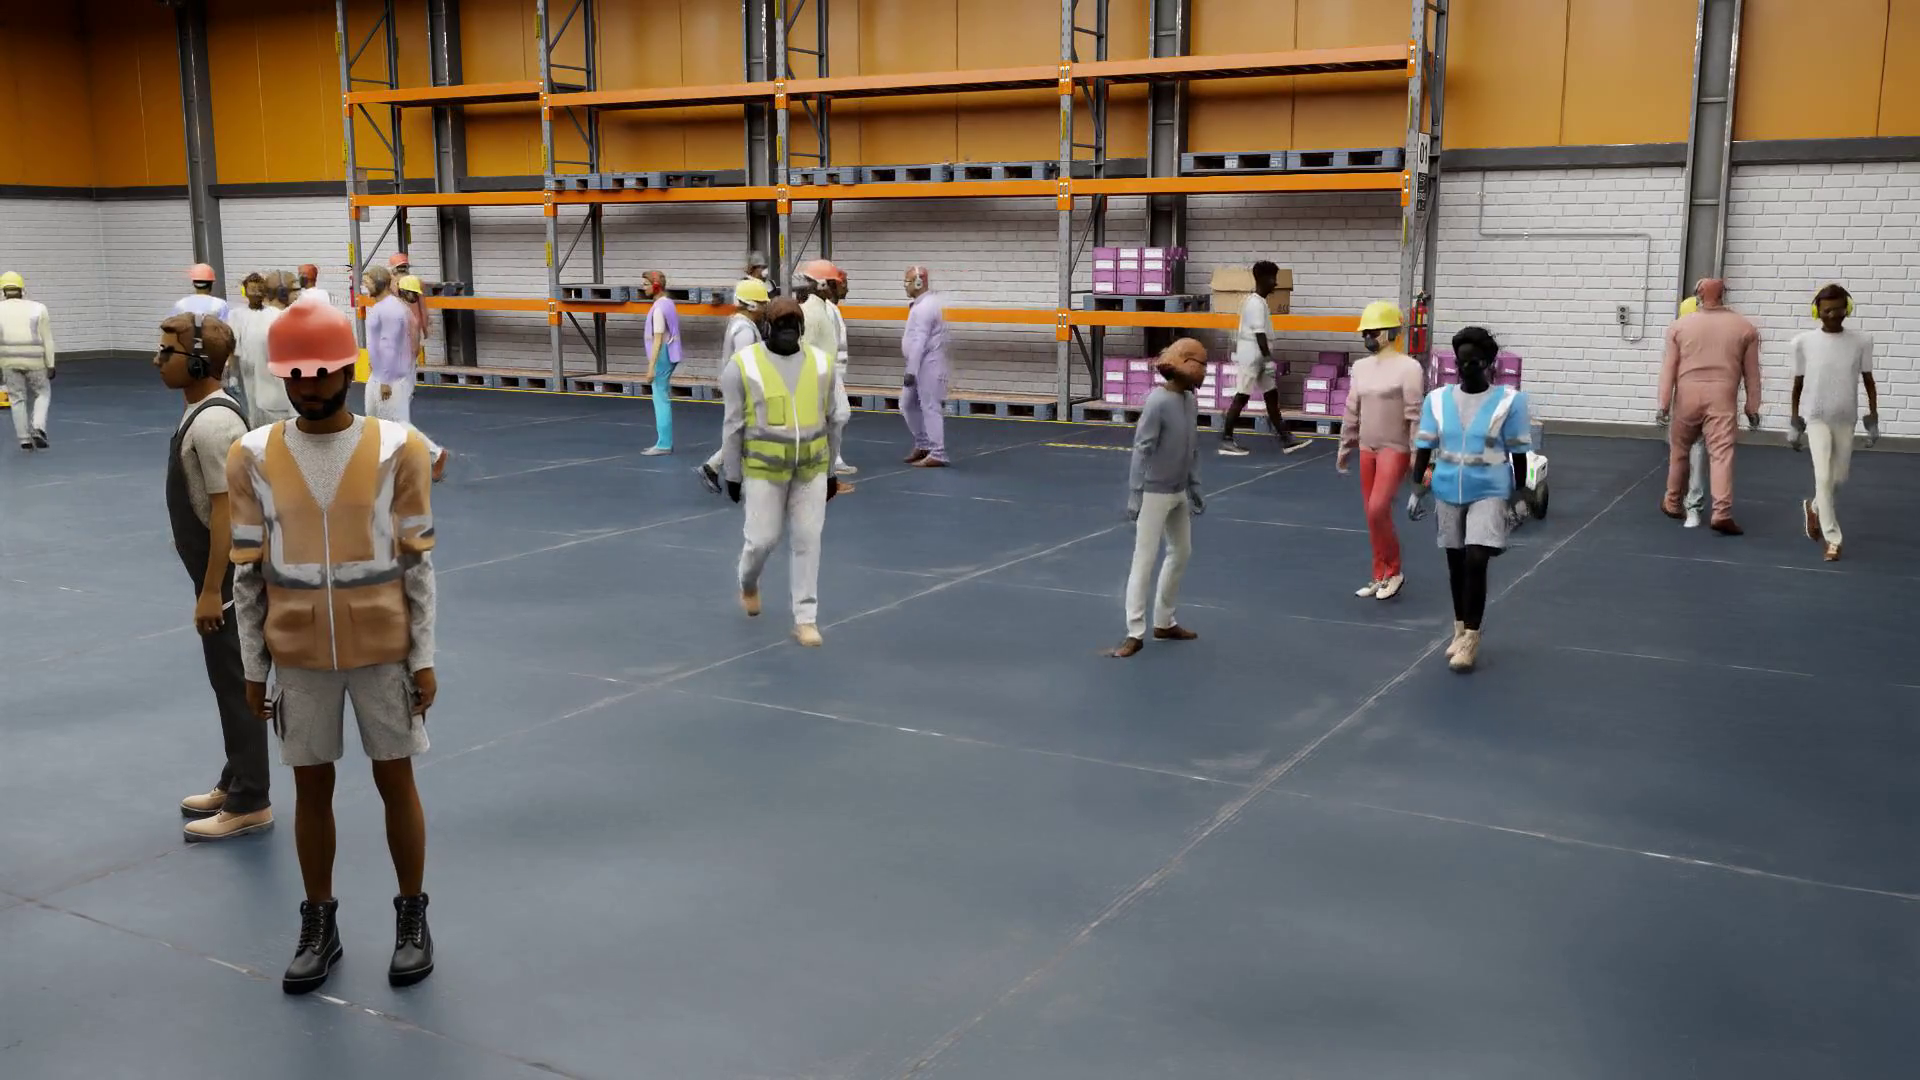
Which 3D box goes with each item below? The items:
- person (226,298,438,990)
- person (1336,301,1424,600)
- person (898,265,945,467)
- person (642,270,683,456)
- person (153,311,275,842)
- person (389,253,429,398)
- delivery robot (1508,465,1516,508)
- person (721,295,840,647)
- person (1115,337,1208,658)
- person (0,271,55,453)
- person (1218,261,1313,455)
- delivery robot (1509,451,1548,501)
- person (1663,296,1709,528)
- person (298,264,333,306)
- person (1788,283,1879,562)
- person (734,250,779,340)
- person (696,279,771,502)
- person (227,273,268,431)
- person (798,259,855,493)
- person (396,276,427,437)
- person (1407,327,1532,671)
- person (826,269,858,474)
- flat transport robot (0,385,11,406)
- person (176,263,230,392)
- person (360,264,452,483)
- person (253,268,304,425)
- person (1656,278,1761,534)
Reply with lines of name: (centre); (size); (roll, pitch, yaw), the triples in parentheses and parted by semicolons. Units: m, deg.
person: (-1.717, 0.303, 4.600); (0.541, 1.929, 0.380); (-2, 10, -12)
person: (2.448, -0.508, 9.703); (0.449, 1.750, 0.533); (-6, 12, -29)
person: (-0.380, -1.610, 15.546); (0.531, 1.885, 0.643); (-1, 10, -6)
person: (-2.961, -1.748, 16.473); (0.424, 1.835, 0.580); (0, 10, -3)
person: (-2.618, 0.126, 5.835); (0.345, 1.847, 0.508); (-5, 11, -24)
person: (-7.639, -2.925, 22.748); (0.646, 1.969, 0.634); (-10, 14, -44)
delivery robot: (3.939, -0.421, 12.321); (0.477, 0.478, 0.707); (5, 11, 24)
person: (-0.947, -0.379, 8.774); (0.634, 1.826, 0.674); (-4, 11, -23)
person: (1.038, -0.218, 8.465); (0.324, 1.613, 0.652); (7, 12, 34)
person: (-9.392, -1.777, 16.654); (0.603, 1.820, 0.426); (-4, 11, -22)
person: (3.029, -1.778, 16.400); (0.980, 1.918, 0.610); (3, 10, 15)
delivery robot: (4.344, -0.527, 12.919); (0.477, 0.478, 0.707); (5, 11, 26)
person: (5.536, -0.983, 12.530); (0.488, 1.715, 0.810); (7, 12, 33)
person: (-7.409, -2.187, 18.861); (0.645, 1.865, 0.606); (2, 10, 14)
person: (5.857, -0.809, 11.194); (0.557, 1.829, 0.808); (4, 11, 19)
person: (-2.475, -2.607, 20.756); (0.536, 2.000, 0.713); (7, 12, 36)
person: (-1.788, -1.189, 13.387); (0.609, 1.808, 0.611); (-2, 10, -11)
person: (-6.421, -1.525, 15.257); (0.543, 1.813, 0.970); (-5, 11, -26)
person: (-1.300, -1.369, 13.987); (0.766, 1.964, 0.644); (0, 10, 0)
person: (-5.835, -1.917, 17.652); (0.332, 1.759, 0.523); (-3, 10, -14)
person: (2.461, -0.198, 8.151); (0.557, 1.671, 0.694); (8, 13, 38)
person: (-1.151, -1.513, 15.033); (0.421, 1.872, 0.590); (1, 10, 4)
flat transport robot: (-12.605, -1.867, 21.578); (0.652, 0.197, 1.431); (-7, 12, -33)
person: (-7.812, -1.907, 17.204); (0.554, 1.898, 0.954); (-1, 10, -7)
person: (-4.792, -1.368, 14.072); (0.710, 1.928, 0.643); (-6, 12, -30)
person: (-4.728, -0.903, 11.448); (0.678, 1.918, 0.631); (-5, 11, -27)
person: (5.520, -0.995, 12.257); (0.708, 1.831, 1.064); (3, 11, 18)
